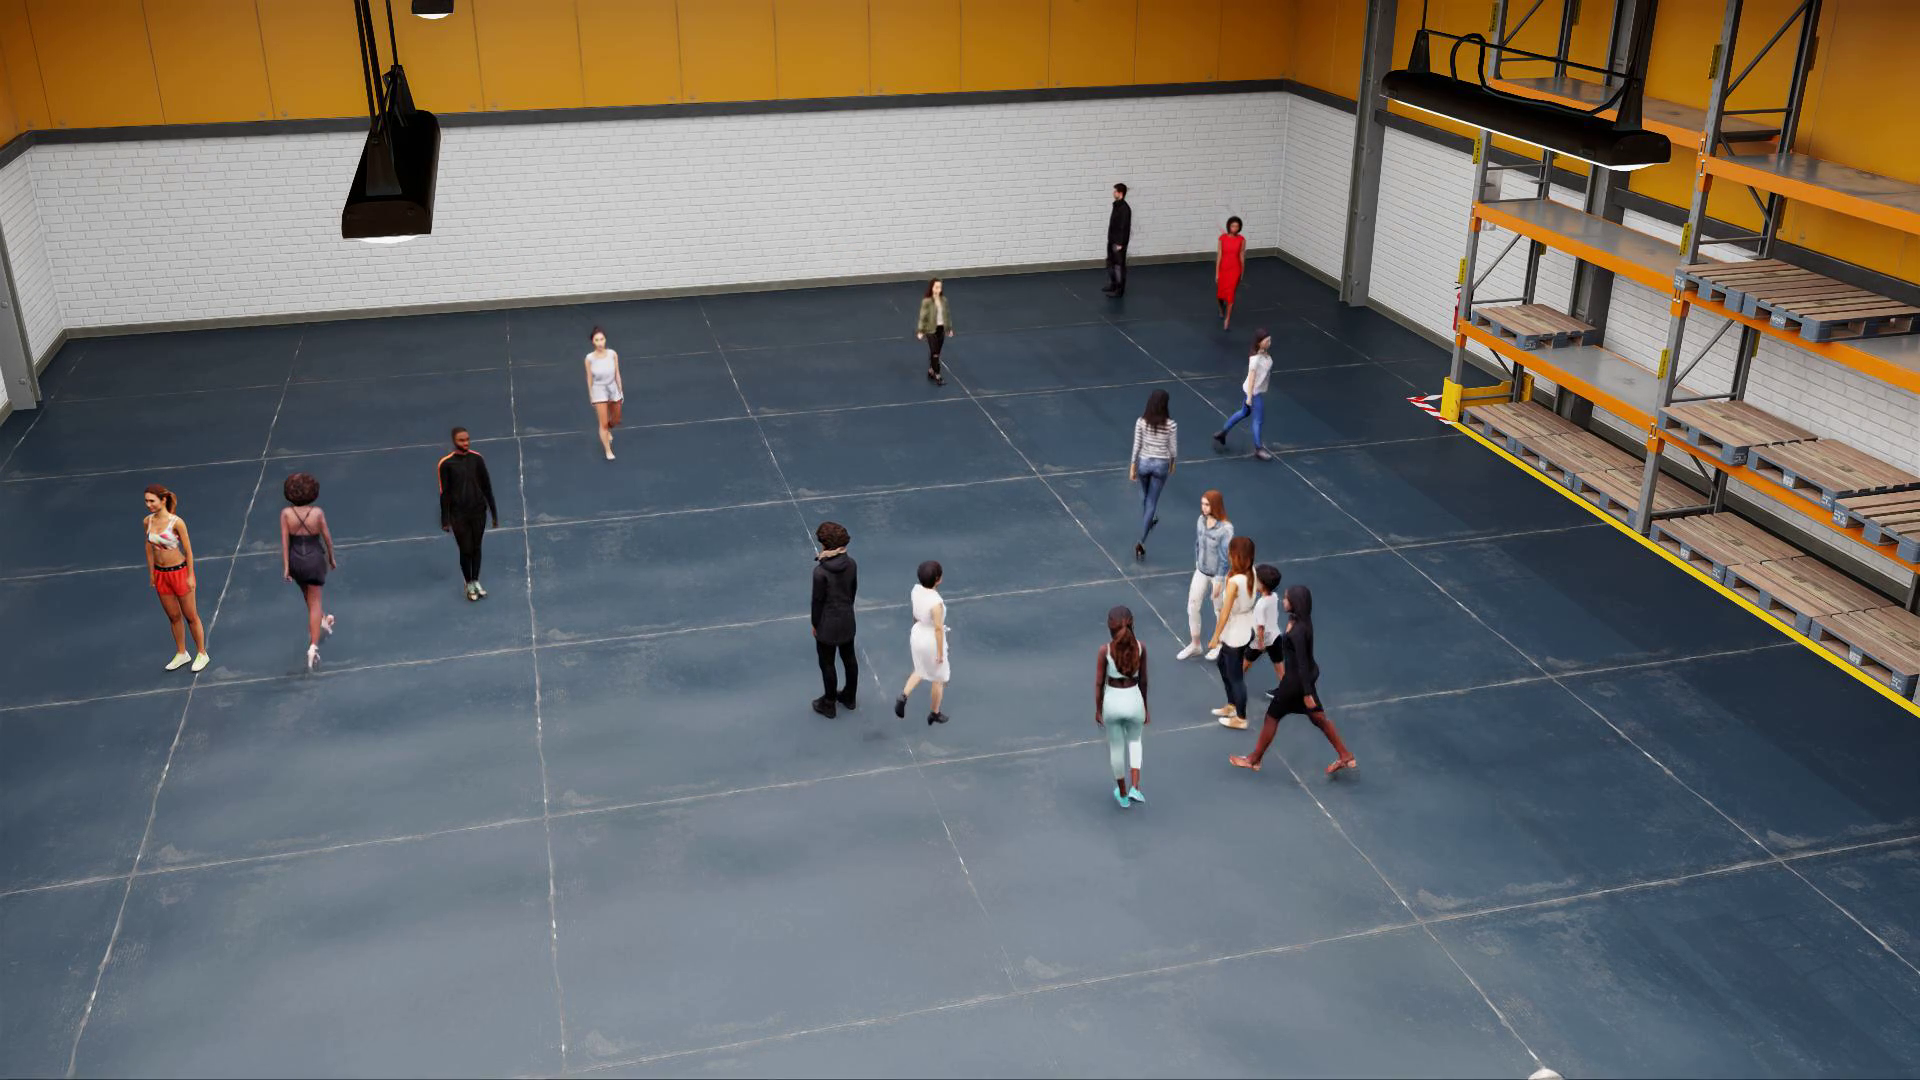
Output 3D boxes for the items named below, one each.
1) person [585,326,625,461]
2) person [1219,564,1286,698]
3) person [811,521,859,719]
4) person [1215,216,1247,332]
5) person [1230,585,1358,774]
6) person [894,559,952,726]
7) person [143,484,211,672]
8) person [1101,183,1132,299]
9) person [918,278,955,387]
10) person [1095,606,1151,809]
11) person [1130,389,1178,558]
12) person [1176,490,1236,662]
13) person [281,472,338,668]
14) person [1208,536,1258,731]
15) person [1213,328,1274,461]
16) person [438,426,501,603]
[{"bbox_3d":[-4.318,-1.797,20.154,0.693,1.596,0.857,-13,27,-27],"label":"person"},{"bbox_3d":[2.747,0.843,14.584,0.947,1.220,0.778,19,30,37],"label":"person"},{"bbox_3d":[-1.067,0.684,14.256,0.738,1.774,0.714,22,32,40],"label":"person"},{"bbox_3d":[4.063,-4.033,25.101,0.730,1.731,0.820,3,24,8],"label":"person"},{"bbox_3d":[2.793,1.175,13.263,1.110,1.669,1.254,5,24,12],"label":"person"},{"bbox_3d":[-0.327,0.908,14.041,0.809,1.535,0.817,-18,29,-35],"label":"person"},{"bbox_3d":[-7.108,0.332,15.040,0.667,1.791,0.678,4,24,8],"label":"person"},{"bbox_3d":[2.584,-4.821,26.768,0.775,1.839,0.521,-5,24,-11],"label":"person"},{"bbox_3d":[-0.377,-2.869,22.786,0.779,1.451,0.936,-15,28,-31],"label":"person"},{"bbox_3d":[1.263,1.352,12.811,0.640,1.708,0.741,0,24,-1],"label":"person"},{"bbox_3d":[2.005,-0.646,17.346,1.015,1.735,1.219,7,25,16],"label":"person"},{"bbox_3d":[2.383,0.310,15.226,0.850,1.682,0.798,-21,31,-39],"label":"person"},{"bbox_3d":[-5.968,0.320,15.153,0.641,1.722,1.130,-6,24,-13],"label":"person"},{"bbox_3d":[2.412,0.812,13.964,0.772,1.773,0.711,13,27,27],"label":"person"},{"bbox_3d":[3.465,-1.769,20.024,1.050,1.649,1.063,6,24,12],"label":"person"},{"bbox_3d":[-4.909,-0.291,16.456,0.774,1.798,0.778,-17,29,-33],"label":"person"}]
